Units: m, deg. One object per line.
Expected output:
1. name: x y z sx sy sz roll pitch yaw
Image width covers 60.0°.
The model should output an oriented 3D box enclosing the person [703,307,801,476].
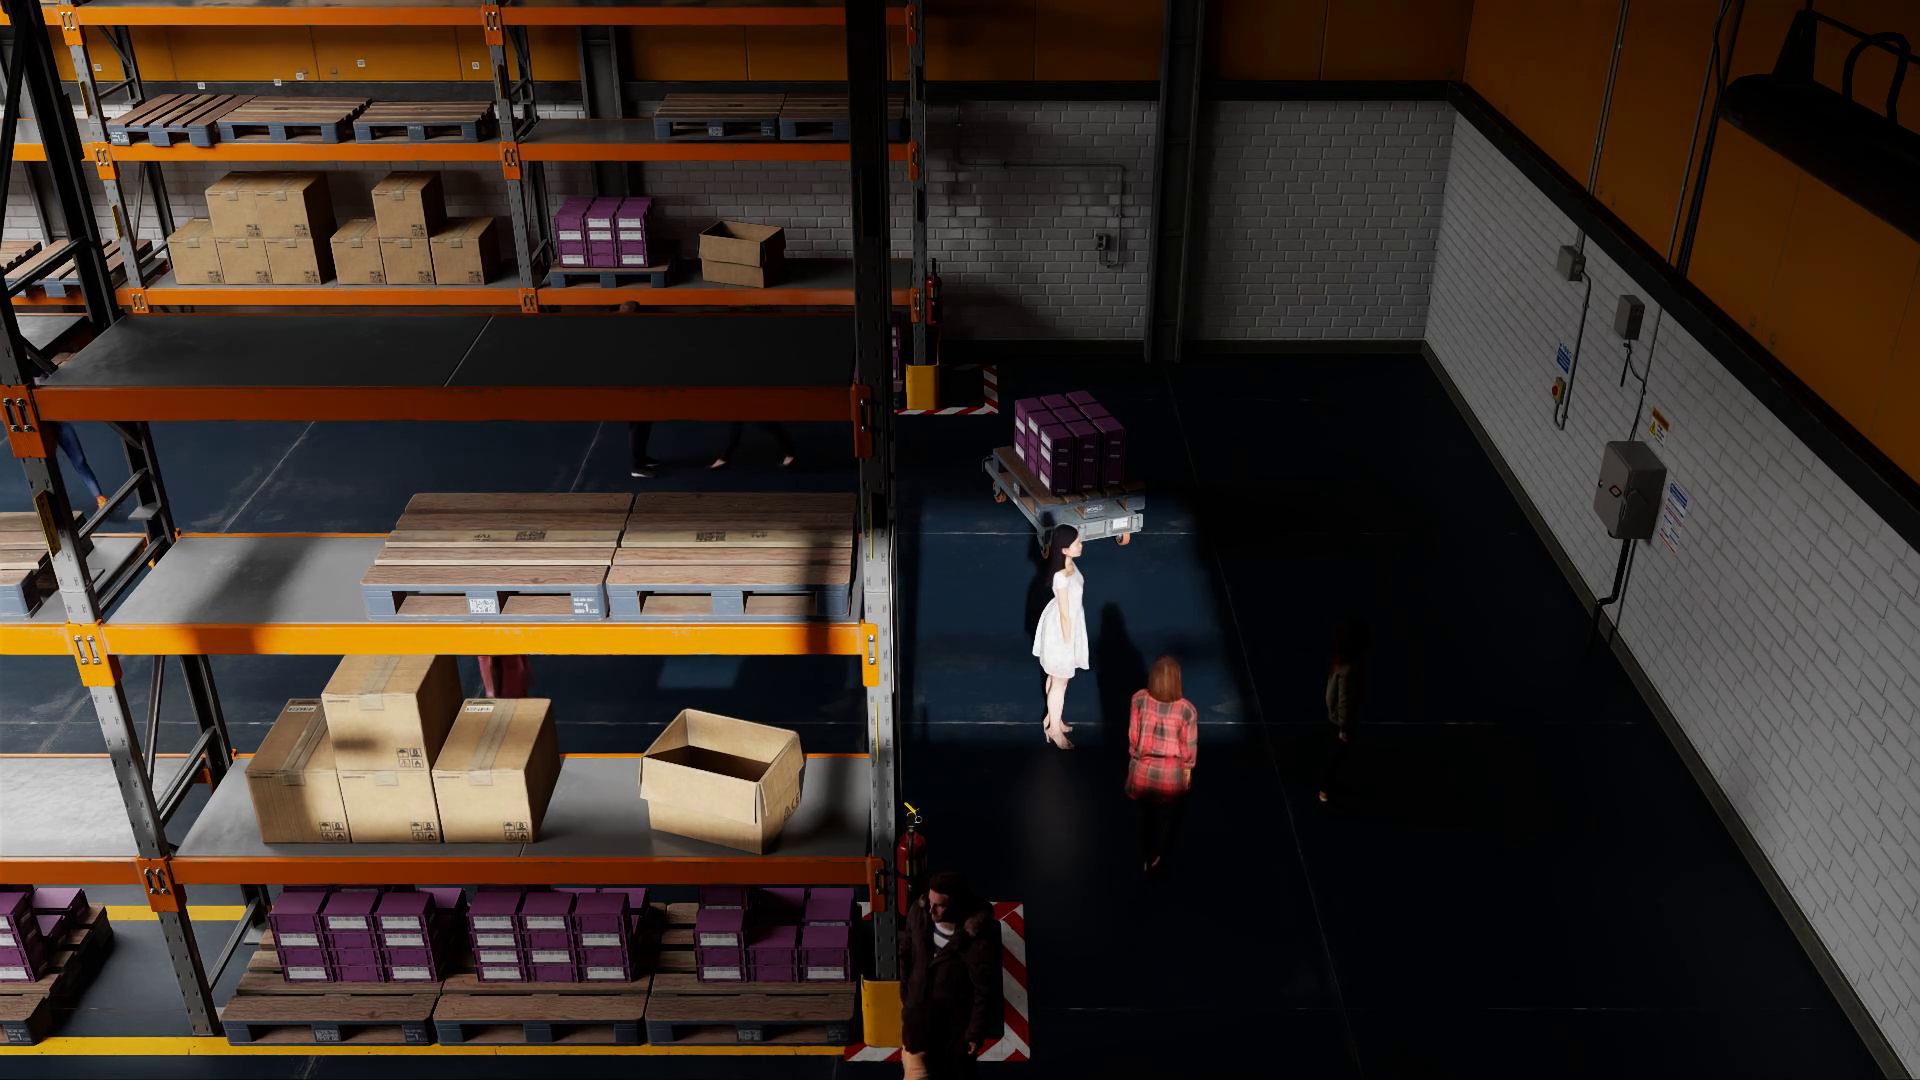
1. person: -1.868 -1.374 15.748 1.216 1.707 0.788 -4 29 -8

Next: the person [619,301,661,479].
1. person: -3.085 -1.452 15.850 0.507 1.745 0.592 -1 29 -2

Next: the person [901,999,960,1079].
1. person: -0.256 2.891 7.879 0.696 1.754 0.628 -2 29 -3

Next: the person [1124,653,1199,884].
1. person: 1.238 1.496 10.498 0.752 1.695 0.797 10 30 18

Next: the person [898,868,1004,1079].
1. person: -0.063 2.438 8.611 0.851 1.848 0.940 20 34 32

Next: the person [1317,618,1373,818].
1. person: 2.612 1.177 11.312 0.581 1.475 0.634 8 30 14

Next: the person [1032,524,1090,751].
1. person: 0.738 0.686 11.901 0.626 1.775 0.643 1 29 2

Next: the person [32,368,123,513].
1. person: -8.314 -0.949 15.014 1.272 1.663 0.946 12 31 20
